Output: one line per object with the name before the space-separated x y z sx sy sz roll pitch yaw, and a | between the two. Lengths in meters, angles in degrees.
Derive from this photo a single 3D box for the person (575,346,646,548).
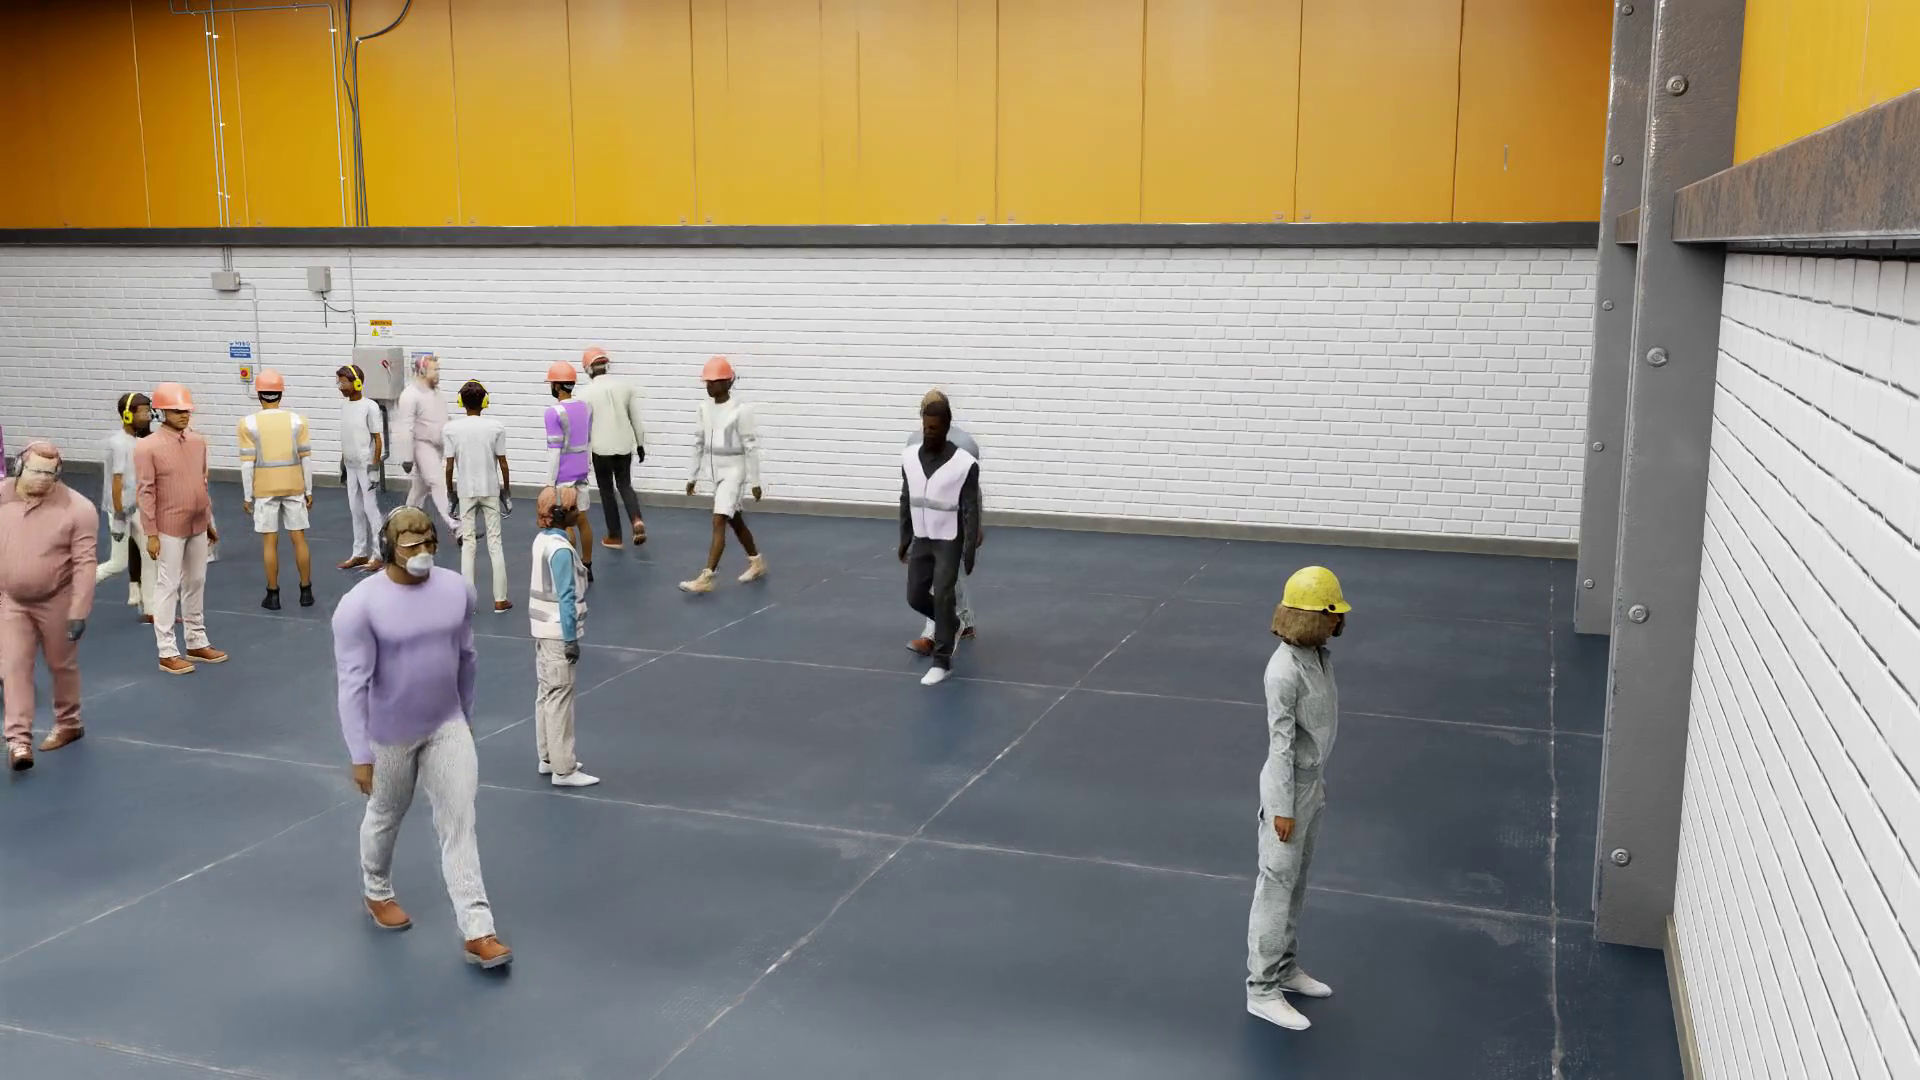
person | -3.335 -0.872 15.946 0.676 1.962 0.618 -7 12 -36

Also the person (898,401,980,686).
person | -0.120 -0.001 11.203 0.623 1.903 0.567 6 12 32

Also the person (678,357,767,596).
person | -2.009 -0.556 14.118 0.633 1.986 1.069 9 13 40

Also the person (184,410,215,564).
person | -7.140 -0.551 15.088 0.649 1.612 0.546 -7 12 -36

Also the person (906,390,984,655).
person | -0.175 -0.130 11.990 0.659 1.893 0.854 10 14 44

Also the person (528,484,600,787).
person | -2.176 0.516 9.041 0.315 1.640 0.515 -5 11 -26

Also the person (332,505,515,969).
person | -2.244 0.787 6.844 1.040 1.885 0.653 10 14 44

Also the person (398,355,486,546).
person | -5.099 -0.864 16.201 0.998 1.860 0.664 1 10 7

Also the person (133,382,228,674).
person | -5.368 -0.091 11.462 0.386 1.992 0.625 3 11 17

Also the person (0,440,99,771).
person | -5.201 0.364 9.333 0.716 1.843 0.961 -2 10 -14

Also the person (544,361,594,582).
person | -3.381 -0.564 14.286 0.359 1.938 0.547 4 11 24

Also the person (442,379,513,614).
person | -3.823 -0.340 13.219 0.513 1.872 0.328 -2 10 -13

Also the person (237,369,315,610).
person | -5.494 -0.405 13.389 0.542 1.939 0.365 -6 12 -30

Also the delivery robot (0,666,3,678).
delivery robot | -6.326 0.741 10.565 0.707 0.478 0.477 -8 13 -39

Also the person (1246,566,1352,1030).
person | 1.295 0.952 6.294 0.324 1.742 0.492 5 11 27

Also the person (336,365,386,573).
person | -5.397 -0.640 14.926 0.519 1.865 0.327 6 12 32

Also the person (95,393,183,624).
person | -6.468 -0.213 12.662 0.829 1.824 0.551 -2 10 -11

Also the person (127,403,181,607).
person | -6.601 -0.309 13.523 0.531 1.698 0.320 -5 11 -24
